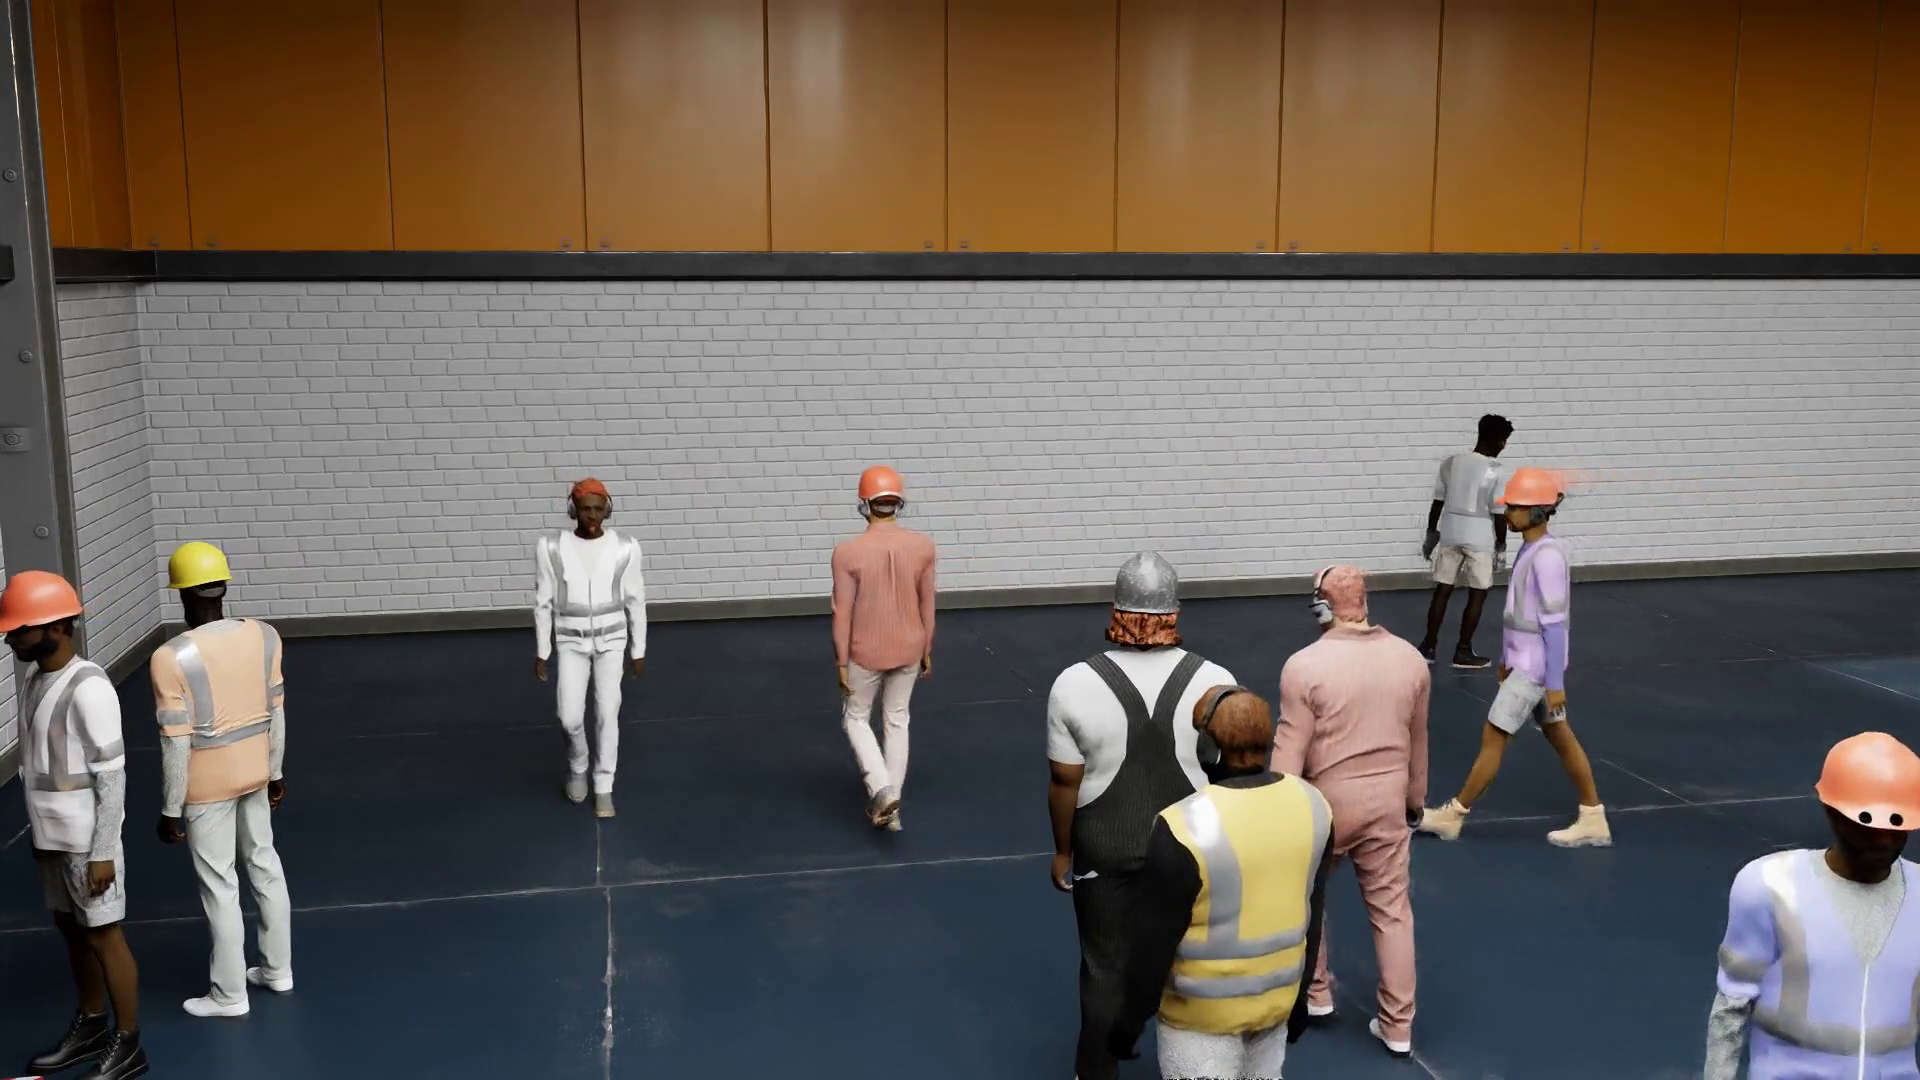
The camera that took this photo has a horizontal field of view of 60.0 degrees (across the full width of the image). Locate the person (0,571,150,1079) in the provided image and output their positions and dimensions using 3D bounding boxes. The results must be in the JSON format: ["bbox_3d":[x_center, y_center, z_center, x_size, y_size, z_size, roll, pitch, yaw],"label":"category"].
[{"bbox_3d":[-3.250,1.060,6.040,0.551,1.932,0.378,7,12,38],"label":"person"}]

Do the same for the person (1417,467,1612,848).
[{"bbox_3d":[2.899,0.615,8.581,1.077,1.985,0.630,2,10,15],"label":"person"}]

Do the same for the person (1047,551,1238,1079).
[{"bbox_3d":[0.633,1.038,5.849,0.677,2.000,0.536,0,9,0],"label":"person"}]

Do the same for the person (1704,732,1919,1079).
[{"bbox_3d":[2.163,1.407,4.021,0.575,1.894,0.964,1,9,6],"label":"person"}]

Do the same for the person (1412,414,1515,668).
[{"bbox_3d":[3.762,0.005,12.524,0.372,1.932,0.797,-8,13,-42],"label":"person"}]

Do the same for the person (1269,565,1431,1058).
[{"bbox_3d":[1.482,1.026,6.448,0.778,1.860,0.749,-3,10,-20],"label":"person"}]

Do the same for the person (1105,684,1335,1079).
[{"bbox_3d":[0.756,1.316,4.768,0.641,1.840,0.429,-6,11,-34],"label":"person"}]

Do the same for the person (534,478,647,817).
[{"bbox_3d":[-2.011,0.592,9.079,0.611,1.871,0.413,-3,10,-16],"label":"person"}]

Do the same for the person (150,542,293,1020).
[{"bbox_3d":[-2.974,0.960,6.680,0.384,1.922,0.593,4,10,25],"label":"person"}]

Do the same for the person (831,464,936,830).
[{"bbox_3d":[-0.383,0.591,8.762,0.620,1.978,0.532,-4,10,-24],"label":"person"}]
